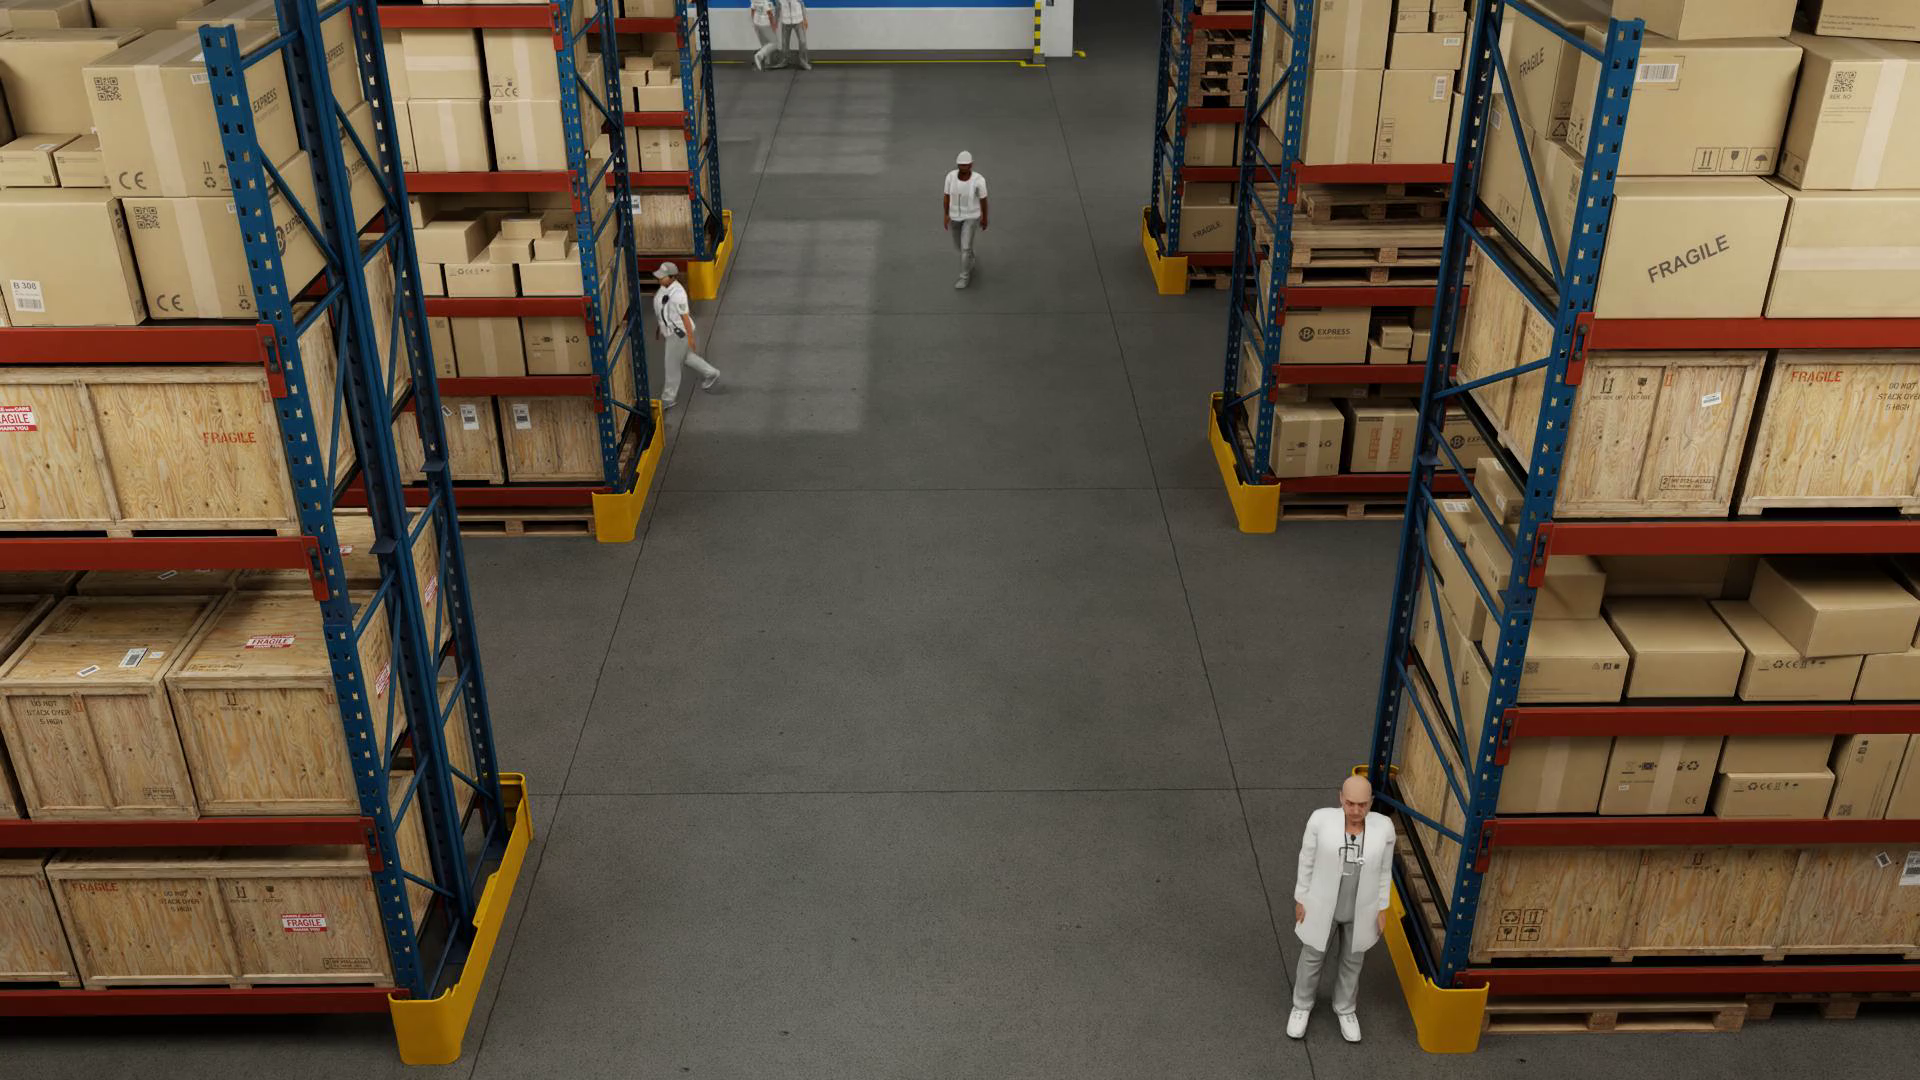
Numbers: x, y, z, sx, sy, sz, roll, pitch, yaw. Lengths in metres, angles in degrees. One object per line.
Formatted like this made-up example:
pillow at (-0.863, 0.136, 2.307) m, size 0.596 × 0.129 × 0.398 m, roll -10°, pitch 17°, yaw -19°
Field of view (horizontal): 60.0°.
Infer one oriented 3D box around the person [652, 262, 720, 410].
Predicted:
person at (-3.068, -2.288, 18.289) m, size 0.894 × 1.653 × 0.507 m, roll -14°, pitch 31°, yaw -24°

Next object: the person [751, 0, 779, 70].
person at (-3.881, -10.187, 32.831) m, size 0.684 × 1.770 × 0.525 m, roll -24°, pitch 37°, yaw -38°

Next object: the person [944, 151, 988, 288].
person at (0.082, -4.267, 21.871) m, size 0.569 × 1.741 × 0.908 m, roll 13°, pitch 31°, yaw 23°

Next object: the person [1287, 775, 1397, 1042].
person at (2.260, 2.182, 9.829) m, size 0.554 × 1.781 × 0.391 m, roll 3°, pitch 28°, yaw 5°

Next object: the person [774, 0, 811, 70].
person at (-3.339, -10.243, 32.914) m, size 0.716 × 1.772 × 0.434 m, roll -1°, pitch 28°, yaw -2°
